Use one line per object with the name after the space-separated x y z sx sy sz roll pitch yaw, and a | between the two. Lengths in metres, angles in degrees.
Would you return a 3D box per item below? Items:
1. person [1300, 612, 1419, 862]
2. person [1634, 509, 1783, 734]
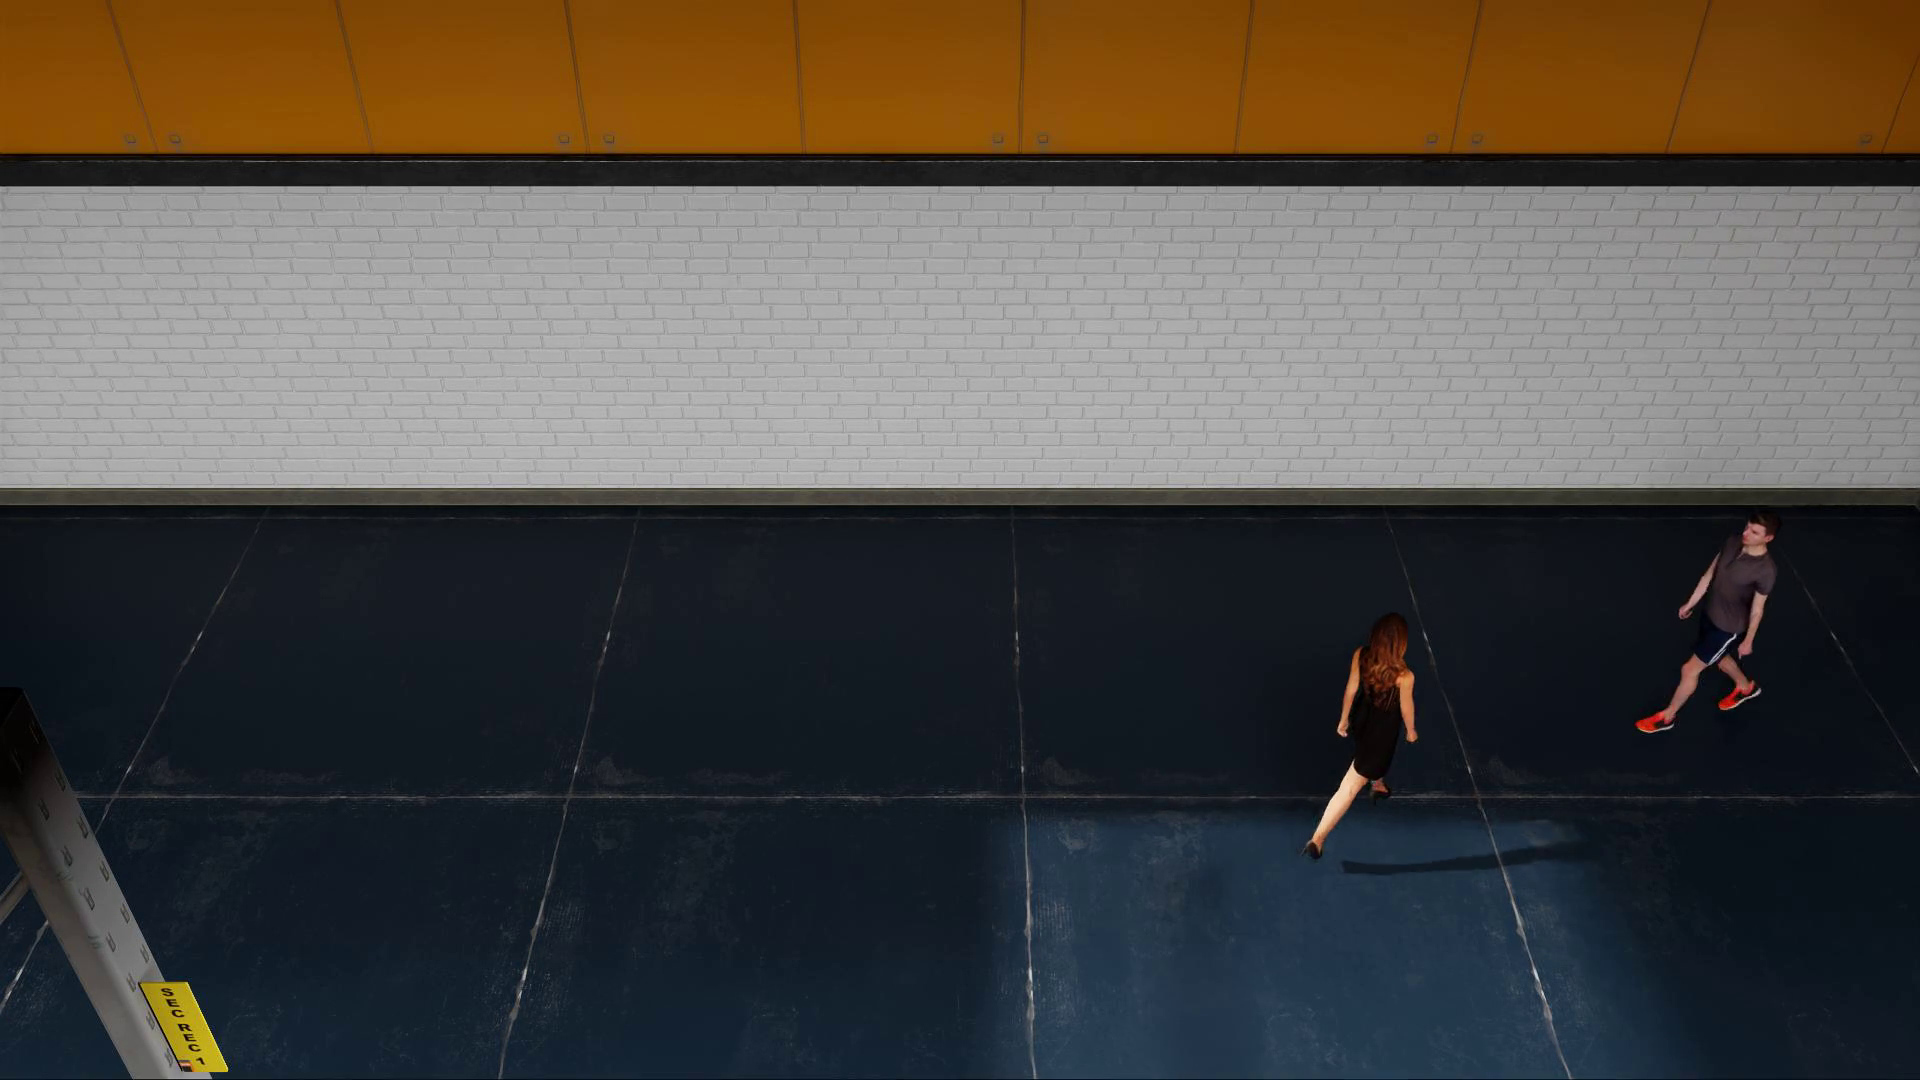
2.445 1.247 10.092 1.112 1.785 1.129 -27 46 -30 | person
5.113 0.525 10.973 0.803 1.815 1.133 -4 39 -5 | person
